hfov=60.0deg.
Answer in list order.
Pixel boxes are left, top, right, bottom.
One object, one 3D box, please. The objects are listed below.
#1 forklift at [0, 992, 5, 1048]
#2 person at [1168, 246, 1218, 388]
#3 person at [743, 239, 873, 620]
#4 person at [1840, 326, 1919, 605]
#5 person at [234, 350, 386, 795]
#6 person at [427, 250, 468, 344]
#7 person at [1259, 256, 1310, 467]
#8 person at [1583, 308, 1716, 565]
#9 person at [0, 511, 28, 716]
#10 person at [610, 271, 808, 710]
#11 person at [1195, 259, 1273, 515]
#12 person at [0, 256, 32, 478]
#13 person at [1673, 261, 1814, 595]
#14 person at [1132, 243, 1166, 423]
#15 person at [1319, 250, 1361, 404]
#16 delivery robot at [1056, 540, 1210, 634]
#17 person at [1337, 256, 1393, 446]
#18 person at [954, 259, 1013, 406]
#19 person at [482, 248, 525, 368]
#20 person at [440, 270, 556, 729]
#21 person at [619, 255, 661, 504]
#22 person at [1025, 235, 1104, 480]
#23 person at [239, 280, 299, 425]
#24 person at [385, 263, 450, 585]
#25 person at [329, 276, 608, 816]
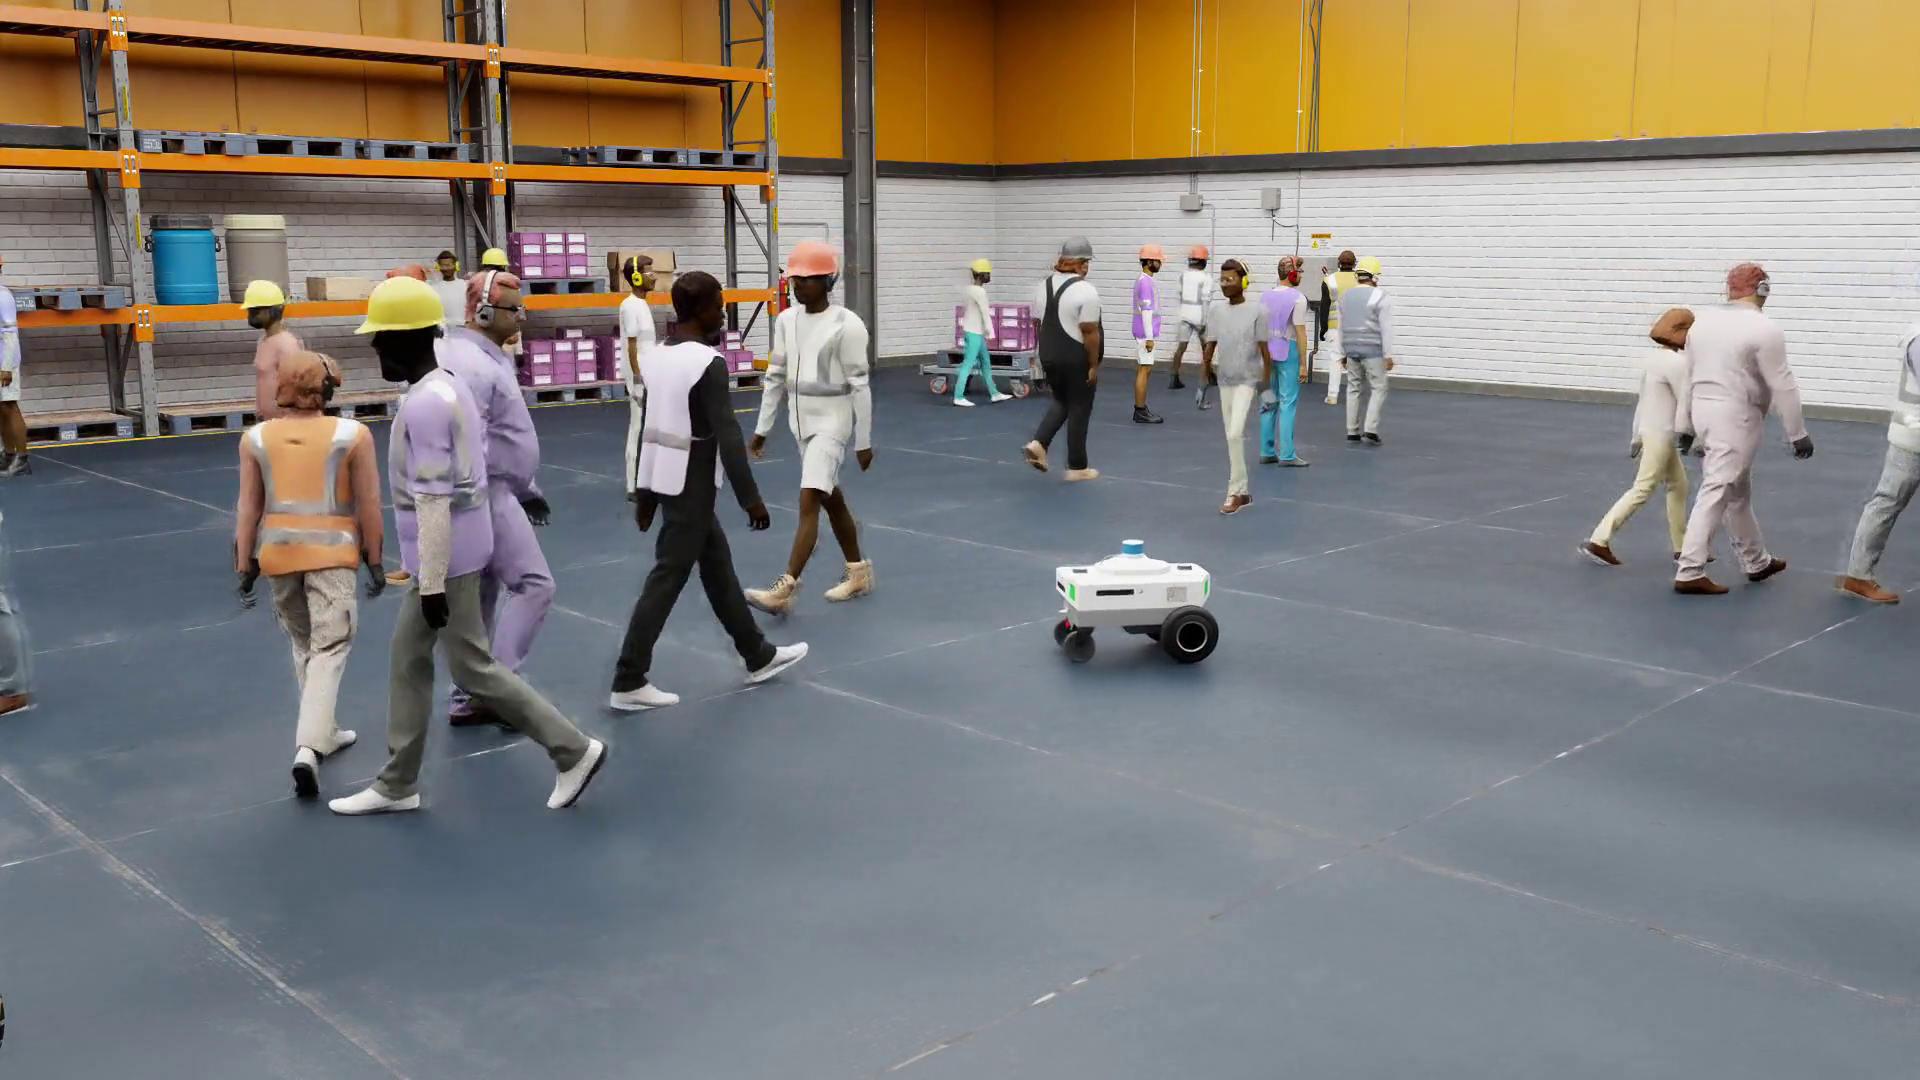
[{"bbox_3d":[-3.245,0.323,3.363,2.313,2.155,1.214,2,11,13],"label":"forklift"},{"bbox_3d":[3.123,-2.952,22.094,0.550,1.889,1.012,9,14,40],"label":"person"},{"bbox_3d":[-0.828,-0.588,8.881,1.046,1.988,0.616,-10,14,-43],"label":"person"},{"bbox_3d":[5.263,-0.527,8.840,0.614,1.876,1.048,-8,13,-36],"label":"person"},{"bbox_3d":[-2.425,0.107,6.142,0.530,1.604,0.784,1,10,3],"label":"person"},{"bbox_3d":[-5.490,-2.187,17.975,0.527,1.860,0.321,-2,11,-11],"label":"person"},{"bbox_3d":[2.825,-1.559,14.578,0.373,1.843,0.570,-6,12,-29],"label":"person"},{"bbox_3d":[4.249,-0.625,10.170,0.811,1.591,0.481,1,10,7],"label":"person"},{"bbox_3d":[-4.181,-0.025,6.831,0.492,1.610,0.563,8,13,38],"label":"person"},{"bbox_3d":[-1.111,-0.218,7.206,1.016,1.865,0.592,-6,12,-32],"label":"person"},{"bbox_3d":[1.973,-1.113,12.144,0.548,1.843,0.710,9,14,42],"label":"person"},{"bbox_3d":[-8.097,-1.493,13.967,0.549,1.937,0.358,10,14,42],"label":"person"},{"bbox_3d":[4.472,-0.624,9.407,0.930,1.859,0.672,-2,11,-11],"label":"person"},{"bbox_3d":[2.038,-2.233,17.997,0.351,1.941,0.545,0,10,2],"label":"person"},{"bbox_3d":[4.624,-2.550,19.990,0.621,1.845,0.430,0,10,1],"label":"person"},{"bbox_3d":[0.826,0.244,8.013,0.707,0.478,0.477,-1,10,-8],"label":"delivery robot"},{"bbox_3d":[3.902,-1.818,16.036,0.403,1.823,0.622,-9,13,-39],"label":"person"},{"bbox_3d":[0.294,-2.446,19.710,0.833,1.726,0.547,-2,11,-10],"label":"person"},{"bbox_3d":[-4.568,-1.896,16.257,0.596,1.907,0.789,7,13,35],"label":"person"},{"bbox_3d":[-1.894,-0.148,6.793,0.527,1.881,0.636,-4,11,-20],"label":"person"},{"bbox_3d":[-2.402,-1.209,12.593,0.328,1.877,0.521,-1,10,-5],"label":"person"},{"bbox_3d":[0.923,-1.502,13.737,0.602,2.000,0.695,-8,13,-38],"label":"person"},{"bbox_3d":[-4.143,-0.690,10.098,0.357,1.757,0.542,-7,13,-35],"label":"person"},{"bbox_3d":[-3.030,-0.680,9.740,0.762,1.865,0.600,-7,13,-34],"label":"person"},{"bbox_3d":[-1.727,0.040,5.744,0.904,1.894,0.597,-2,11,-12],"label":"person"}]
